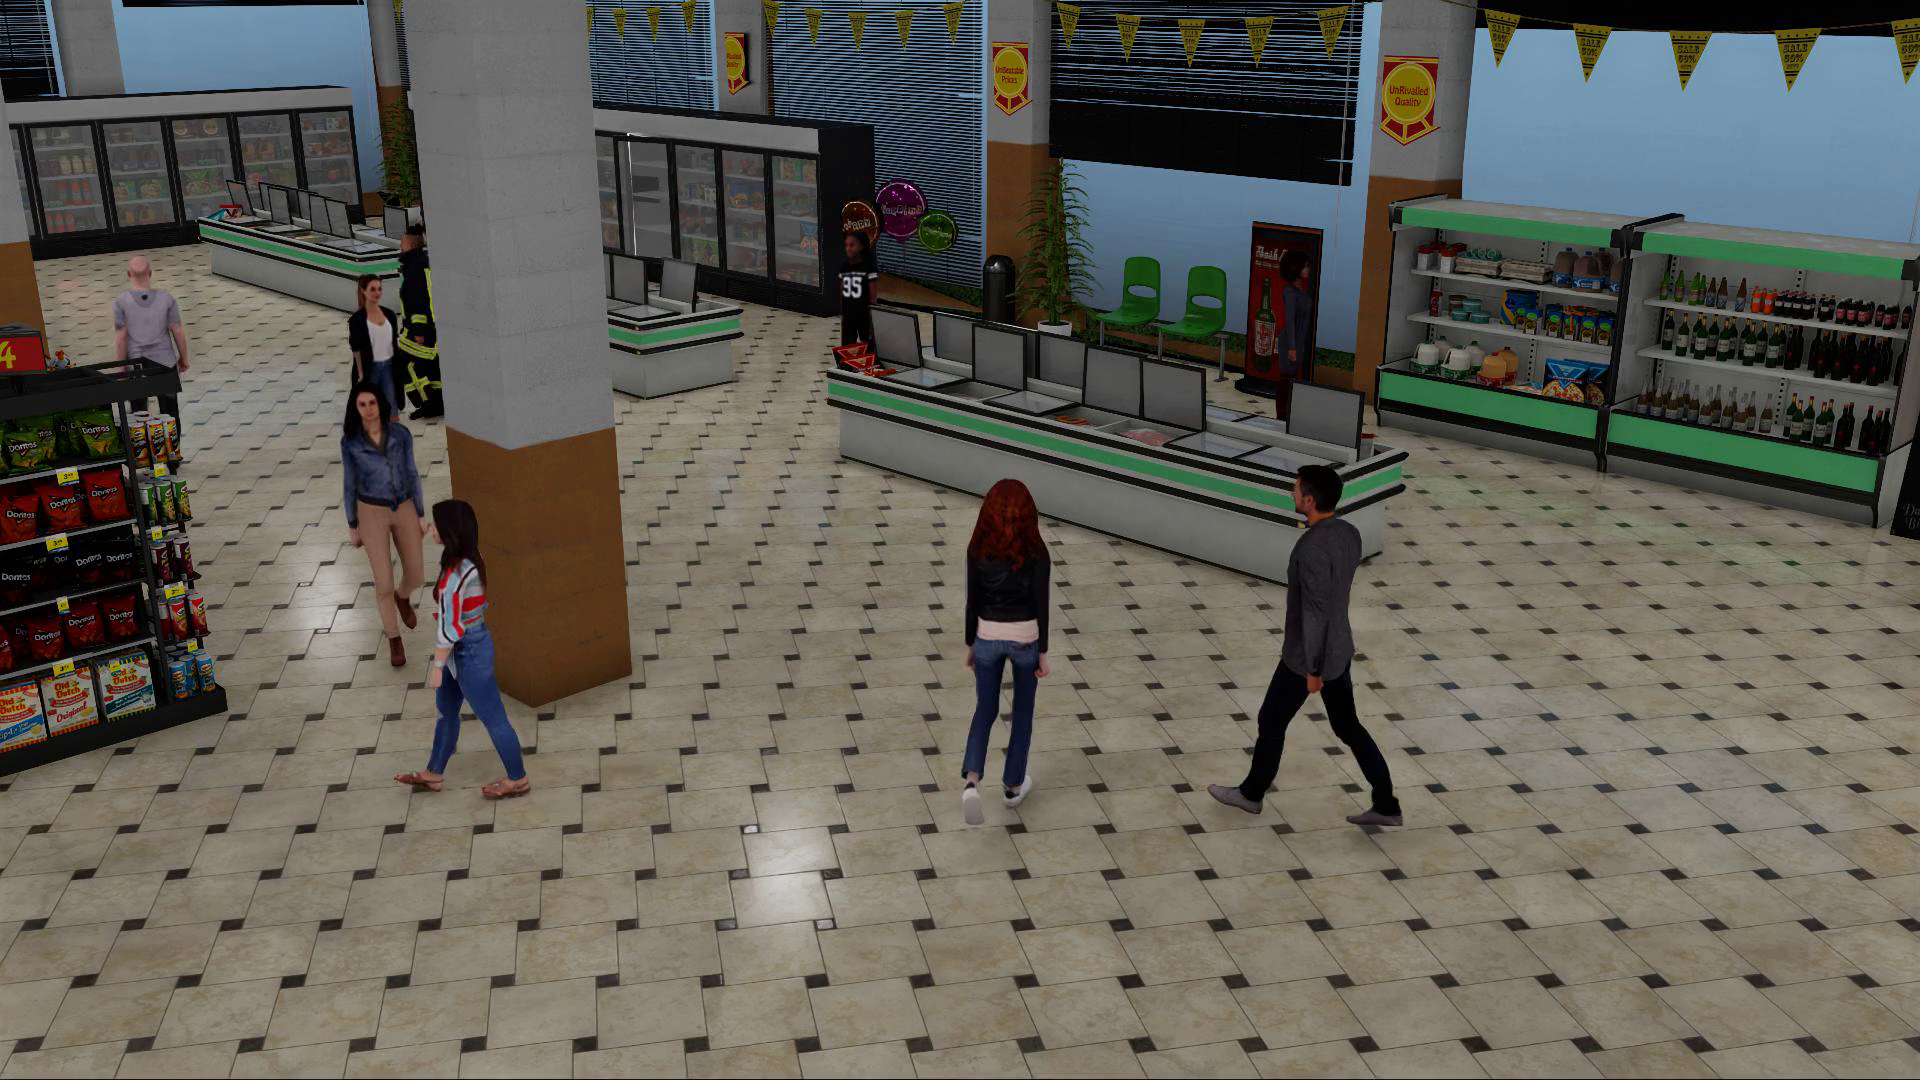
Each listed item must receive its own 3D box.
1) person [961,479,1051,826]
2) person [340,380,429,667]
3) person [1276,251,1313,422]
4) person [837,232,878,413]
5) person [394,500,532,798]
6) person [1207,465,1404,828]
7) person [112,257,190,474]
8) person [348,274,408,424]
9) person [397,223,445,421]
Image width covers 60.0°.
[{"bbox_3d":[0.208,0.584,8.051,1.059,1.764,0.950,6,20,18],"label":"person"},{"bbox_3d":[-3.502,-0.123,10.155,0.770,1.758,0.921,-9,20,-24],"label":"person"},{"bbox_3d":[3.010,-1.770,15.114,0.654,1.712,0.655,7,20,20],"label":"person"},{"bbox_3d":[-0.923,-2.120,16.163,1.071,1.705,0.885,9,21,26],"label":"person"},{"bbox_3d":[-2.376,0.574,8.351,0.969,1.590,0.964,-3,19,-10],"label":"person"},{"bbox_3d":[1.801,0.578,7.969,1.253,1.826,0.821,14,23,35],"label":"person"},{"bbox_3d":[-6.786,-1.444,13.971,0.803,1.824,0.806,-10,21,-27],"label":"person"},{"bbox_3d":[-5.011,-1.427,14.169,0.928,1.665,0.611,17,25,41],"label":"person"},{"bbox_3d":[-4.994,-2.049,15.718,0.978,1.854,0.912,-1,19,-2],"label":"person"}]
